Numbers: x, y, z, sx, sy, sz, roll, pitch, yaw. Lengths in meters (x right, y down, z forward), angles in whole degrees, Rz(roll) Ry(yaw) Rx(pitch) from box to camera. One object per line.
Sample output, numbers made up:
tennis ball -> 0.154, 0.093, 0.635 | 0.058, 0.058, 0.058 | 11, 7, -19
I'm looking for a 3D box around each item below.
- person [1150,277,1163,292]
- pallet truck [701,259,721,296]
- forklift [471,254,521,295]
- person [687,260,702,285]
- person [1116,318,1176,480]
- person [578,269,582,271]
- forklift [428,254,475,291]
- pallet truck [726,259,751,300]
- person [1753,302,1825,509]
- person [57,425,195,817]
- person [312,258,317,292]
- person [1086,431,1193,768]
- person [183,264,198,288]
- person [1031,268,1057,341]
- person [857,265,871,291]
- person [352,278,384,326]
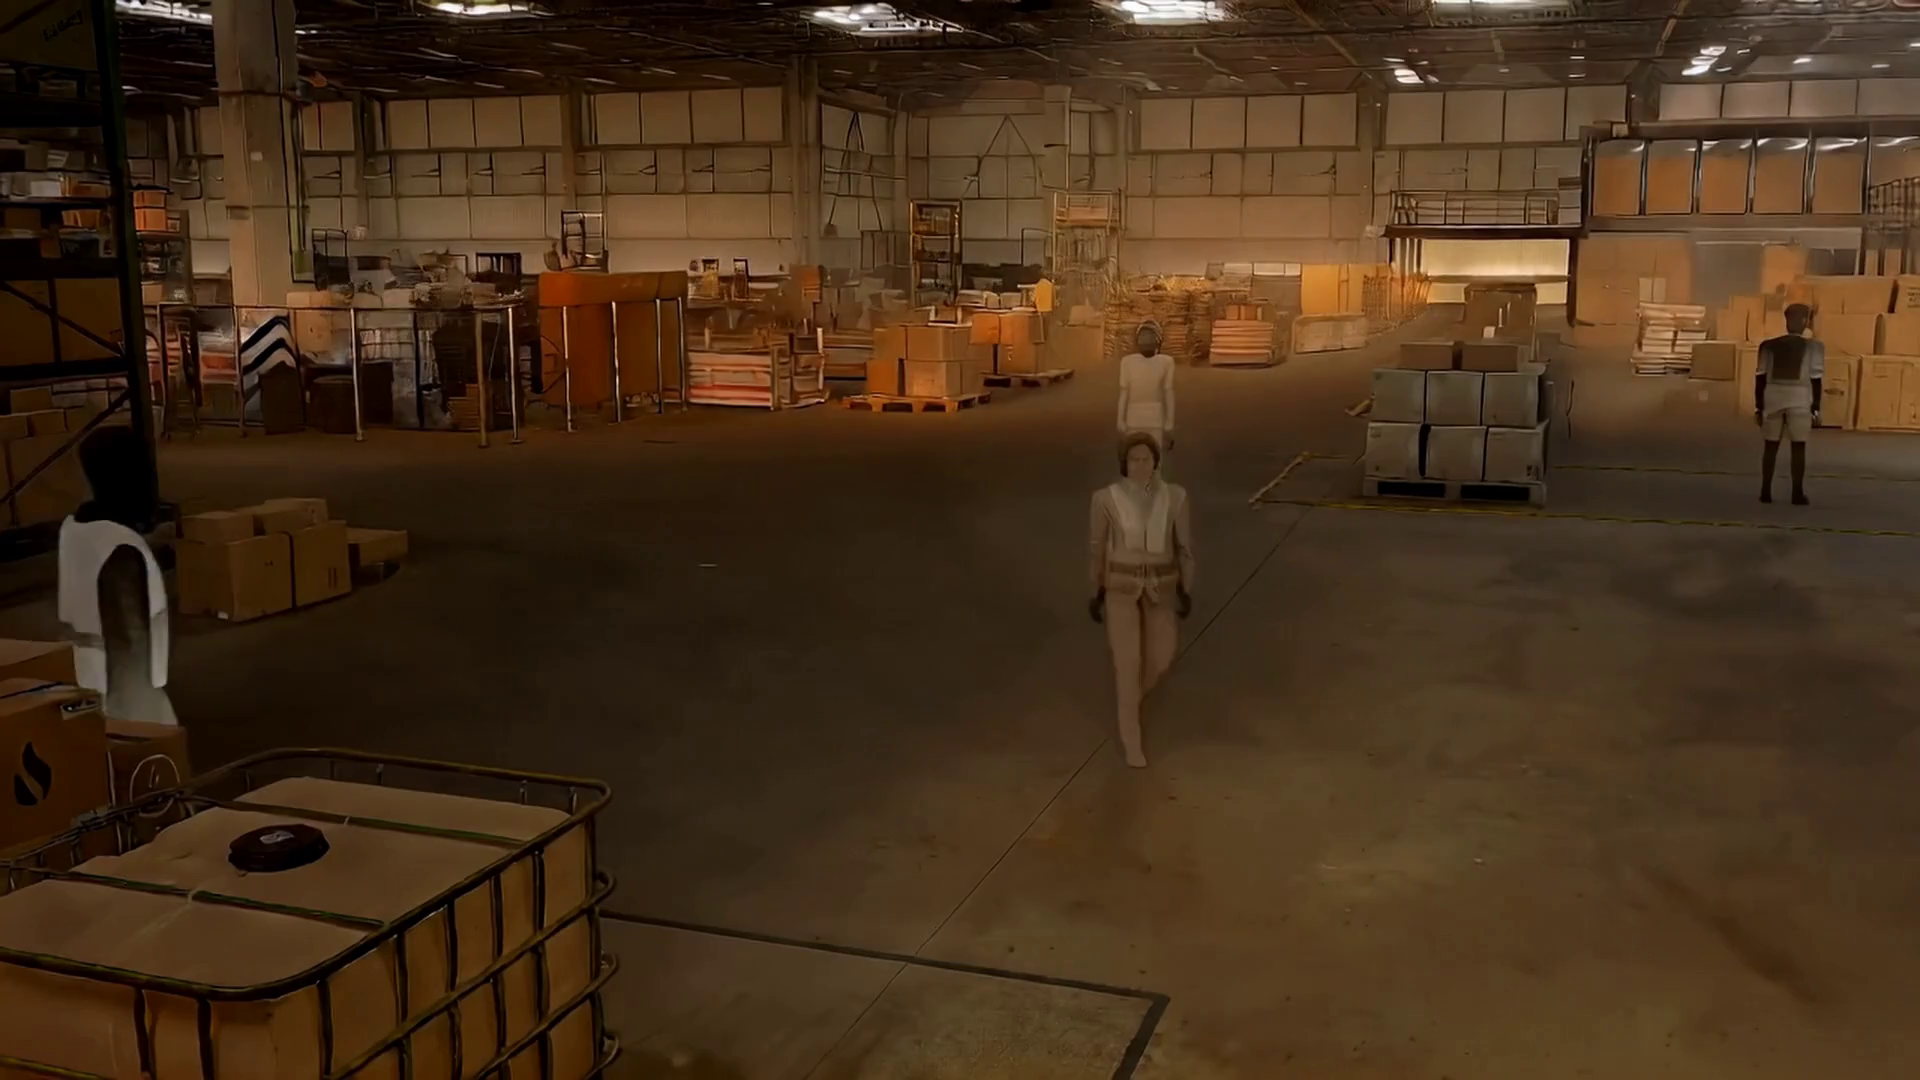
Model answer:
person -> 4.694, -5.406, 39.744 | 0.314, 1.735, 0.483 | 3, 11, 17
pallet truck -> -9.165, -9.627, 62.776 | 0.823, 1.965, 1.885 | 4, 11, 23
forklift -> -17.990, -10.121, 64.684 | 1.157, 1.987, 2.680 | 3, 11, 17
person -> -8.472, -7.949, 53.286 | 0.893, 2.015, 0.617 | 6, 11, 29
person -> 1.610, -0.980, 14.422 | 0.520, 1.877, 0.326 | 1, 10, 4
person -> -13.508, -8.898, 59.326 | 0.329, 1.765, 0.533 | 6, 12, 29
forklift -> -20.133, -10.254, 65.465 | 1.157, 1.987, 2.680 | 3, 11, 19
pallet truck -> -7.986, -9.493, 62.019 | 0.823, 1.965, 1.885 | 3, 11, 17
person -> 7.894, -1.279, 15.860 | 0.603, 1.962, 0.372 | 8, 13, 39
person -> -2.980, 0.547, 5.762 | 0.780, 1.900, 0.589 | -9, 14, -43
person -> -24.638, -9.711, 63.257 | 0.377, 1.995, 0.608 | -3, 10, -16
person -> 0.865, 0.253, 8.185 | 0.523, 1.616, 0.658 | -2, 10, -9
person -> -28.807, -9.477, 62.398 | 0.671, 1.823, 0.607 | 8, 13, 38
person -> 2.000, -5.492, 39.606 | 0.628, 1.965, 0.891 | -1, 10, -4
person -> -2.706, -6.854, 47.353 | 0.374, 1.928, 0.542 | 4, 11, 20
person -> -11.538, -4.160, 32.379 | 0.969, 1.870, 0.653 | 5, 11, 26
